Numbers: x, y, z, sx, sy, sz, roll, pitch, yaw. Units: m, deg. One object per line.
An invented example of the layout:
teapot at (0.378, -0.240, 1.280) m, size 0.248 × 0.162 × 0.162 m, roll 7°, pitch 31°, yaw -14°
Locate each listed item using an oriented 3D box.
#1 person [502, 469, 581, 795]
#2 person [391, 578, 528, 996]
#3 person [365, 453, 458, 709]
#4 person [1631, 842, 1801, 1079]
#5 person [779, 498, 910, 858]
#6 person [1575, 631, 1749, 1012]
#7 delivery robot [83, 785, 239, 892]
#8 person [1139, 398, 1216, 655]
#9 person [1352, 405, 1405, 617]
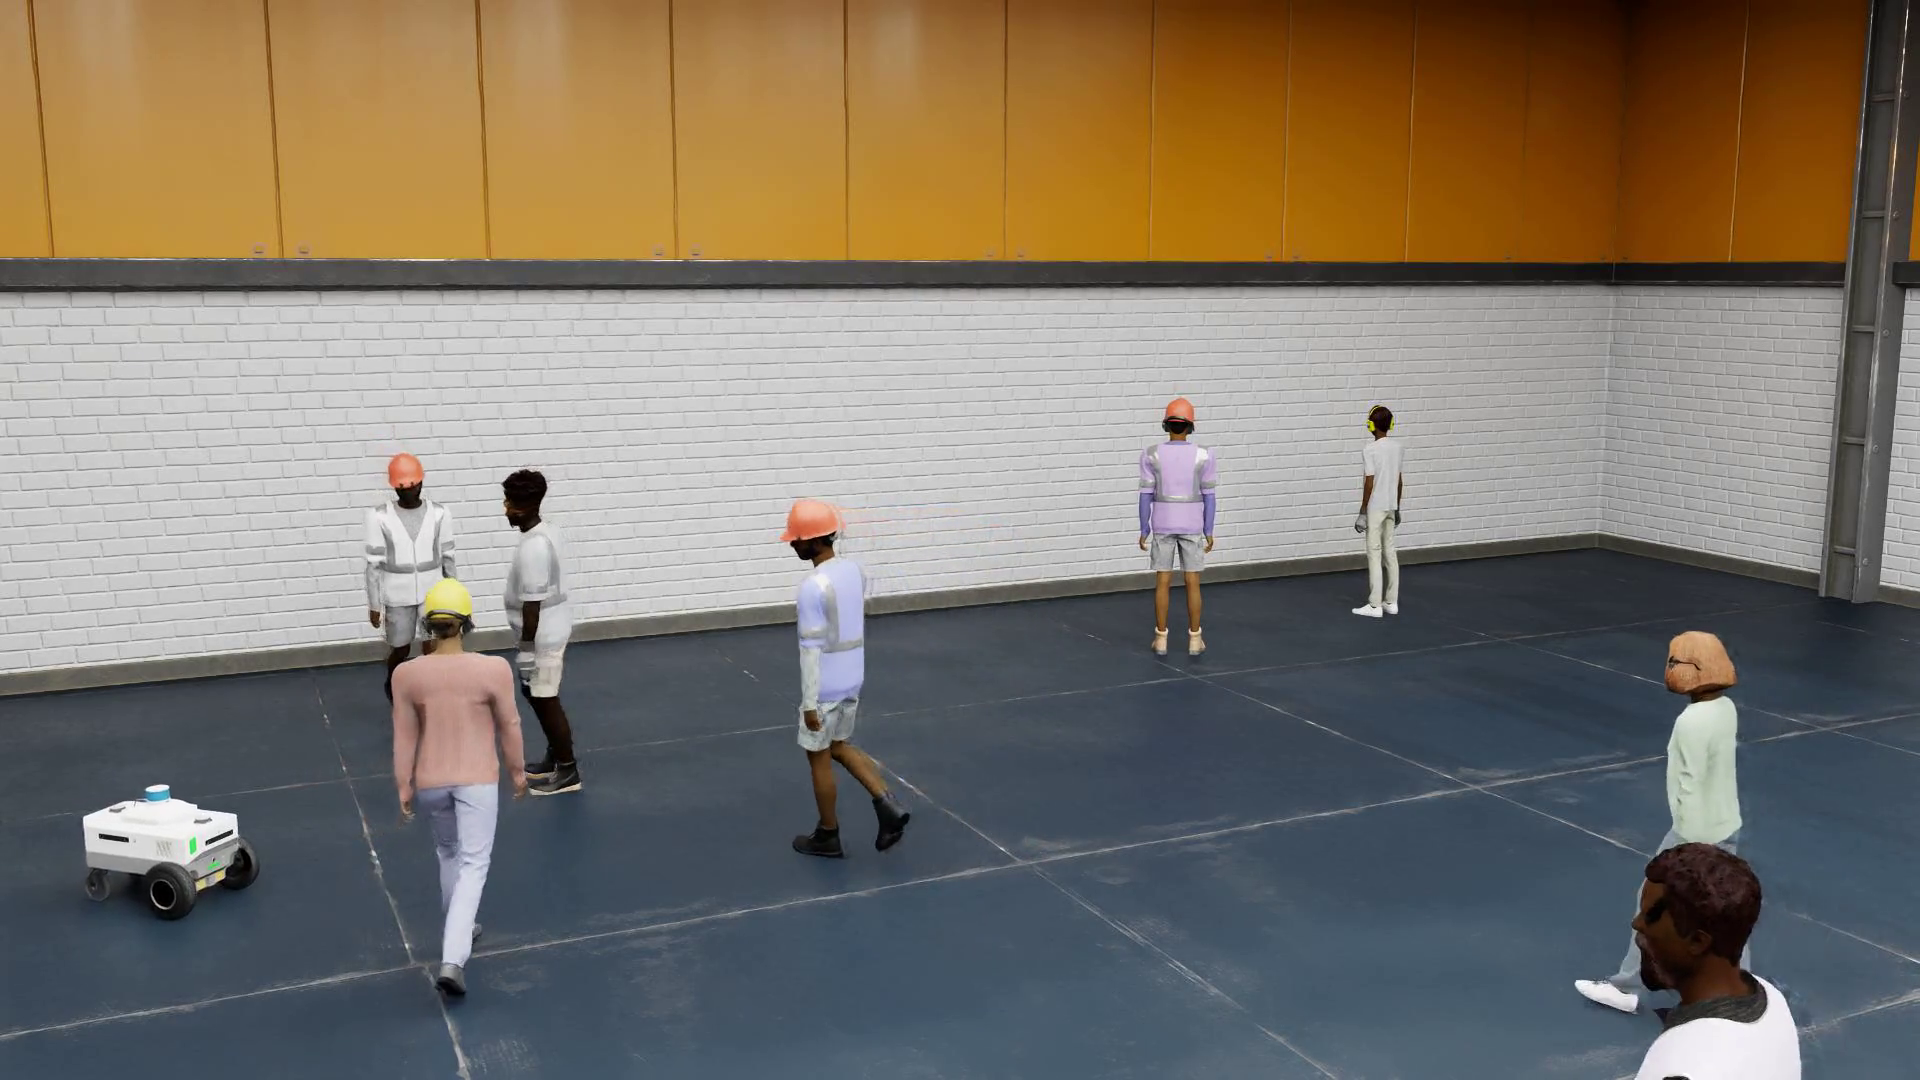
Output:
person at (-2.413, 0.537, 9.584) m, size 0.414 × 1.935 × 0.660 m, roll -2°, pitch 9°, yaw -12°
person at (-2.165, 1.036, 7.102) m, size 0.526 × 1.732 × 0.844 m, roll 1°, pitch 9°, yaw 4°
person at (-3.613, 0.339, 10.964) m, size 0.585 × 1.894 × 0.915 m, roll -4°, pitch 10°, yaw -26°
person at (1.437, 1.534, 3.527) m, size 0.952 × 1.877 × 0.616 m, roll 8°, pitch 12°, yaw 41°
person at (-0.613, 0.727, 8.452) m, size 0.569 × 1.915 × 0.579 m, roll 5°, pitch 10°, yaw 29°
person at (2.887, 1.157, 6.714) m, size 0.524 × 1.600 × 0.752 m, roll -9°, pitch 13°, yaw -44°
delivery robot at (-3.855, 1.427, 8.024) m, size 0.707 × 0.478 × 0.477 m, roll 3°, pitch 10°, yaw 18°
person at (1.719, -0.103, 13.200) m, size 0.609 × 2.044 × 0.393 m, roll 1°, pitch 9°, yaw 8°
person at (3.692, -0.251, 14.676) m, size 0.518 × 1.863 × 0.323 m, roll -6°, pitch 11°, yaw -34°
